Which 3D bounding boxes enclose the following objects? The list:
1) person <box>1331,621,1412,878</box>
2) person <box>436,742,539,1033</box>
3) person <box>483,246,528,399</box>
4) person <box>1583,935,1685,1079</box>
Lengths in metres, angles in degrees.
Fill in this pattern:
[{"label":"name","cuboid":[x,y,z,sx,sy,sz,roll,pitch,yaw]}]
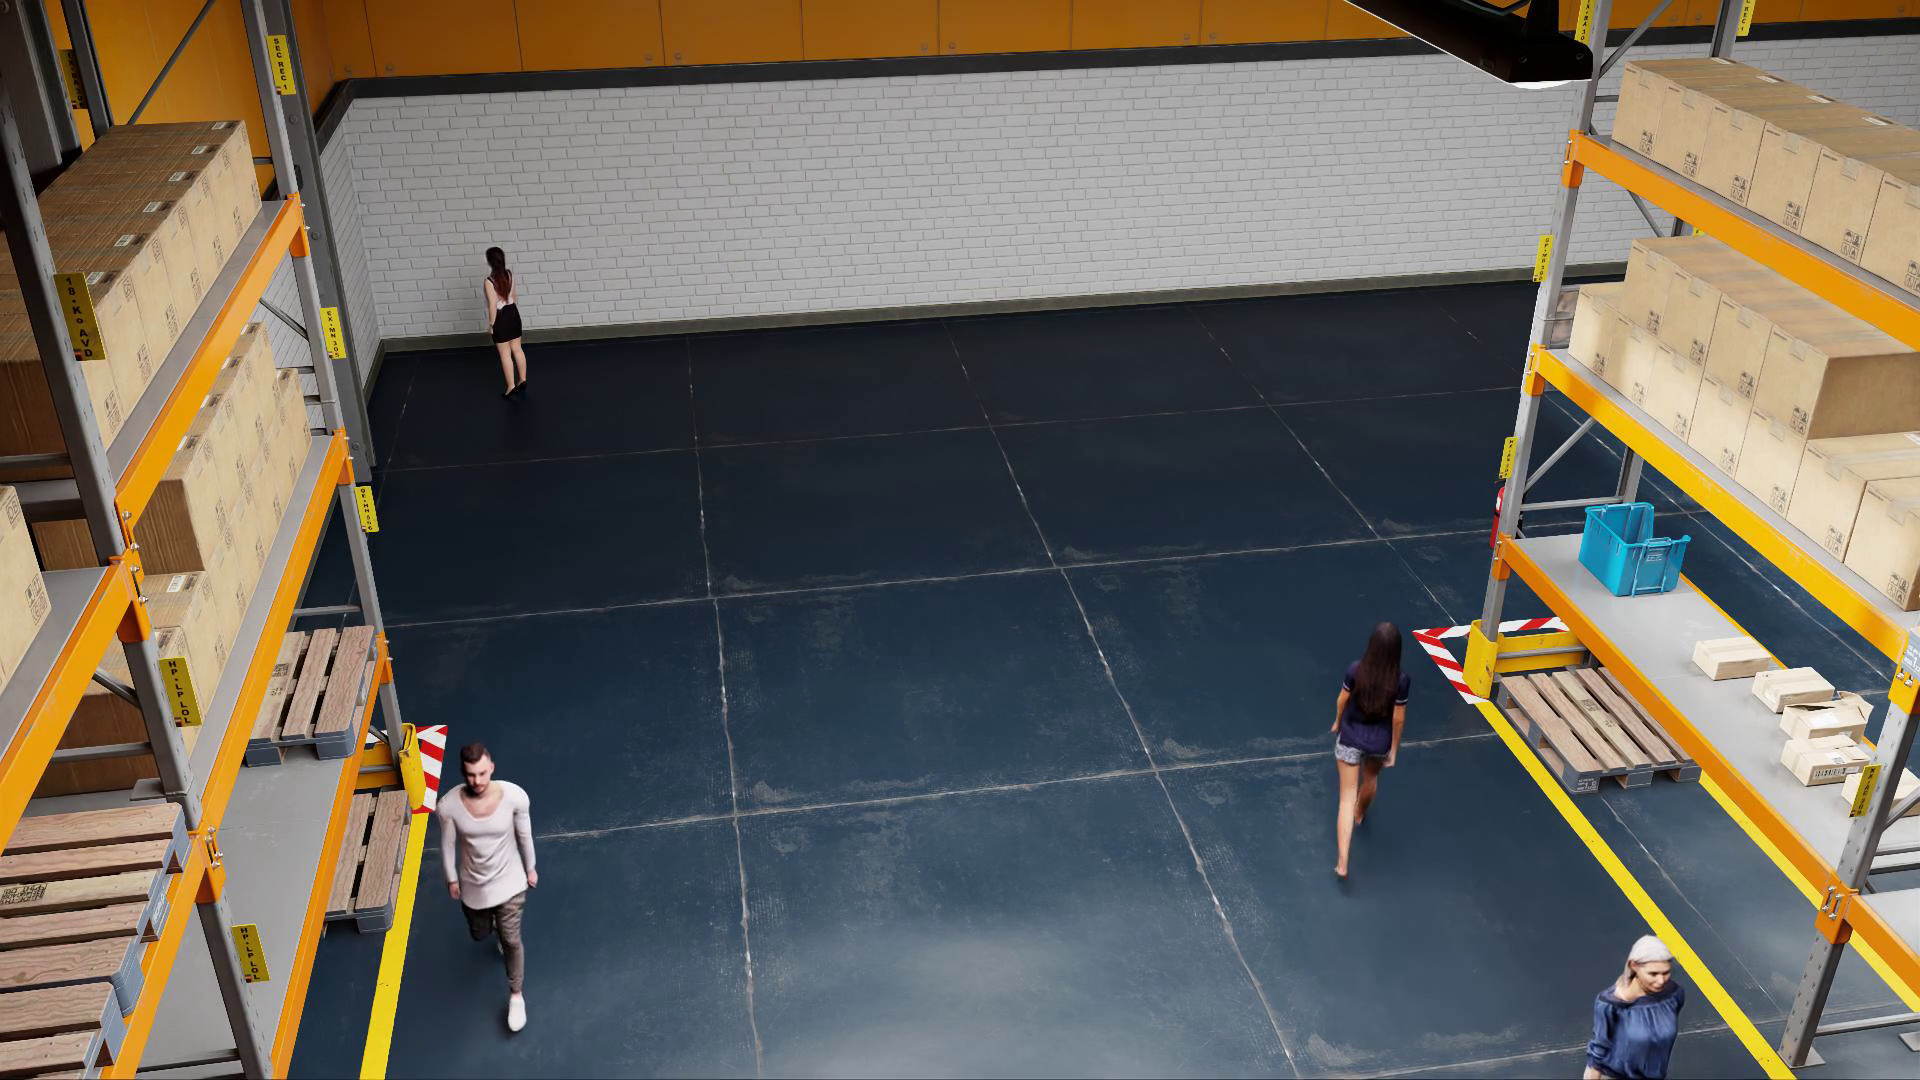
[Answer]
[{"label":"person","cuboid":[2.585,1.366,10.662,0.895,1.724,1.211,6,29,11]},{"label":"person","cuboid":[-2.705,1.901,9.581,0.677,1.820,1.042,-5,29,-8]},{"label":"person","cuboid":[-4.770,-2.285,17.432,0.694,1.650,0.617,15,32,25]},{"label":"person","cuboid":[3.304,2.656,8.325,0.621,1.697,0.575,-7,29,-13]}]
